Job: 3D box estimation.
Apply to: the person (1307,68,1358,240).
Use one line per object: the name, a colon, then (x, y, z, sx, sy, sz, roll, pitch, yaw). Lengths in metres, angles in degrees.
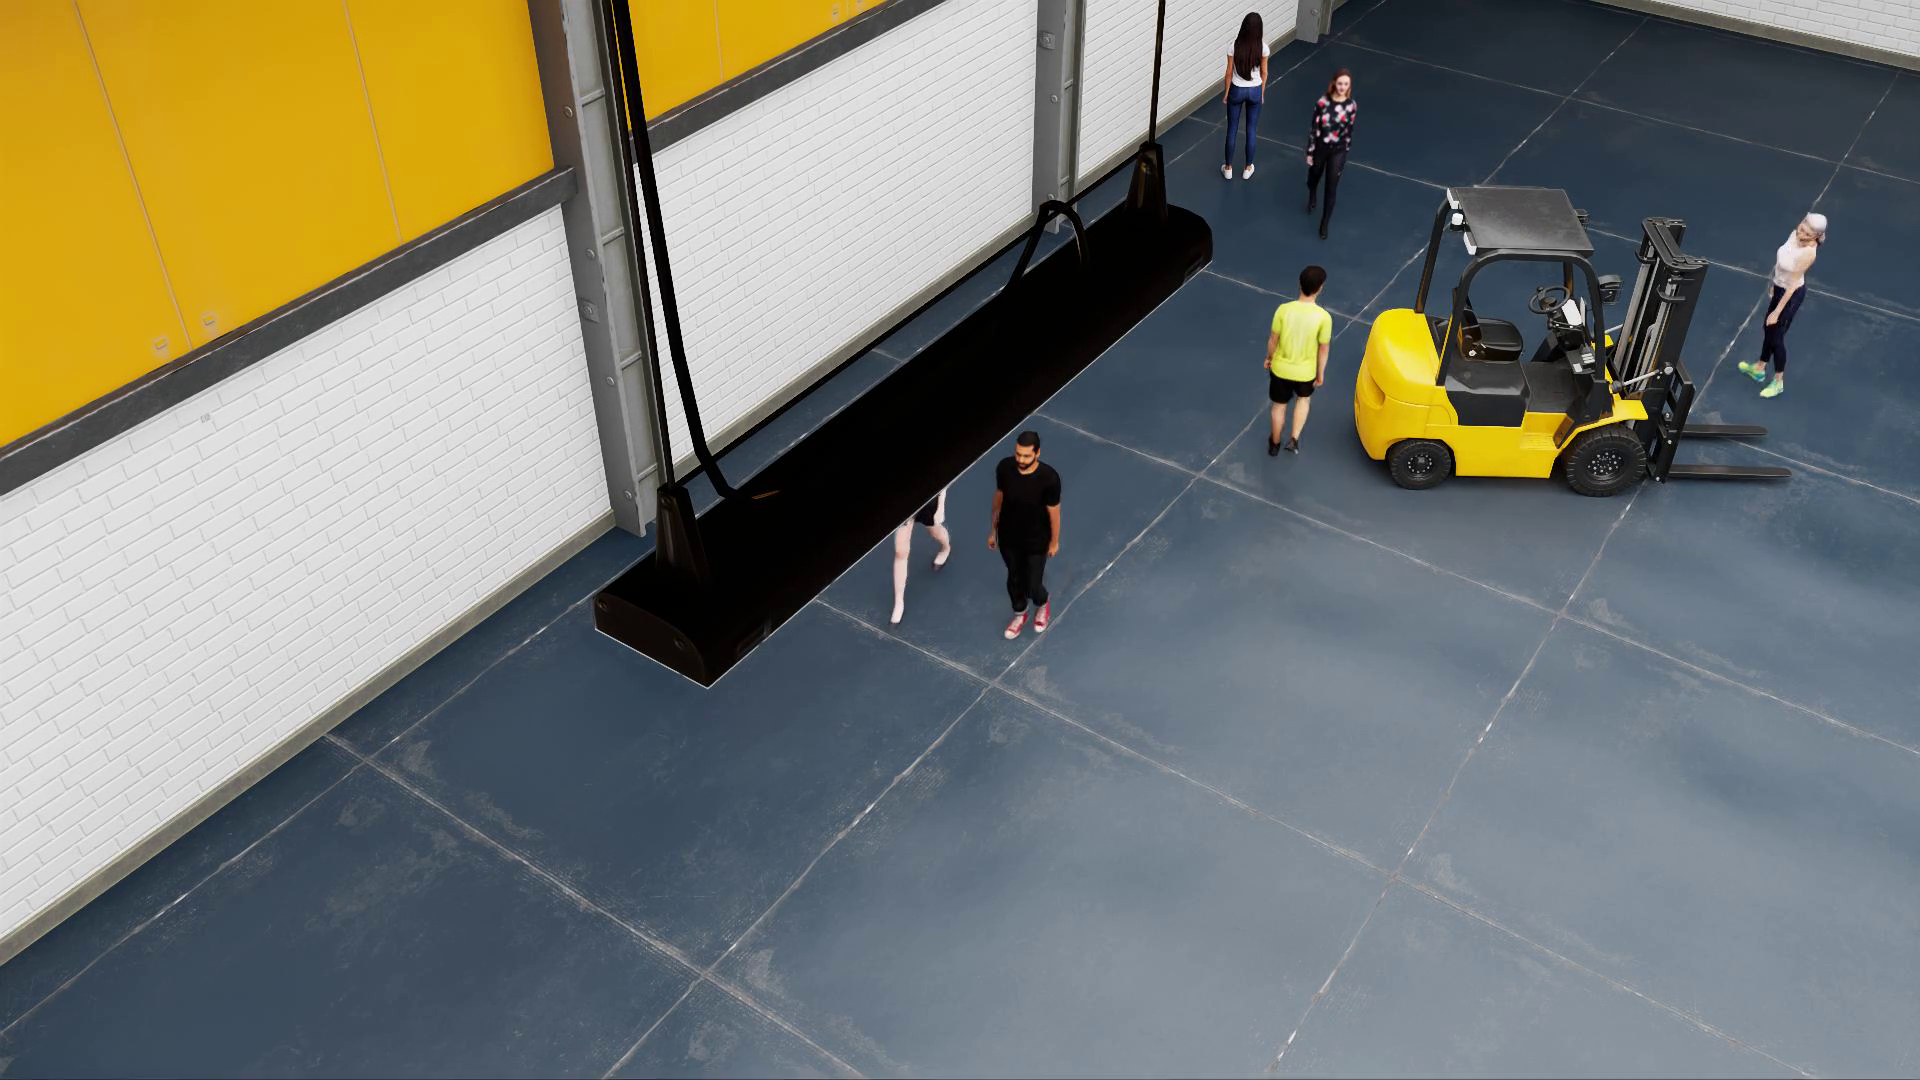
person: (3.621, -3.871, 16.412, 0.847, 1.657, 1.095, 7, 39, 8)

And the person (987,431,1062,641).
person: (0.481, -0.082, 11.593, 0.666, 1.749, 0.674, 19, 42, 22)

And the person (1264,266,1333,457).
person: (2.660, -1.349, 13.224, 0.775, 1.695, 0.829, 9, 39, 11)

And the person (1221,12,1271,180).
person: (2.951, -4.594, 17.222, 0.665, 1.775, 0.666, 4, 39, 6)

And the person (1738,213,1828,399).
person: (7.019, -2.074, 14.143, 0.874, 1.680, 0.683, 20, 43, 23)
